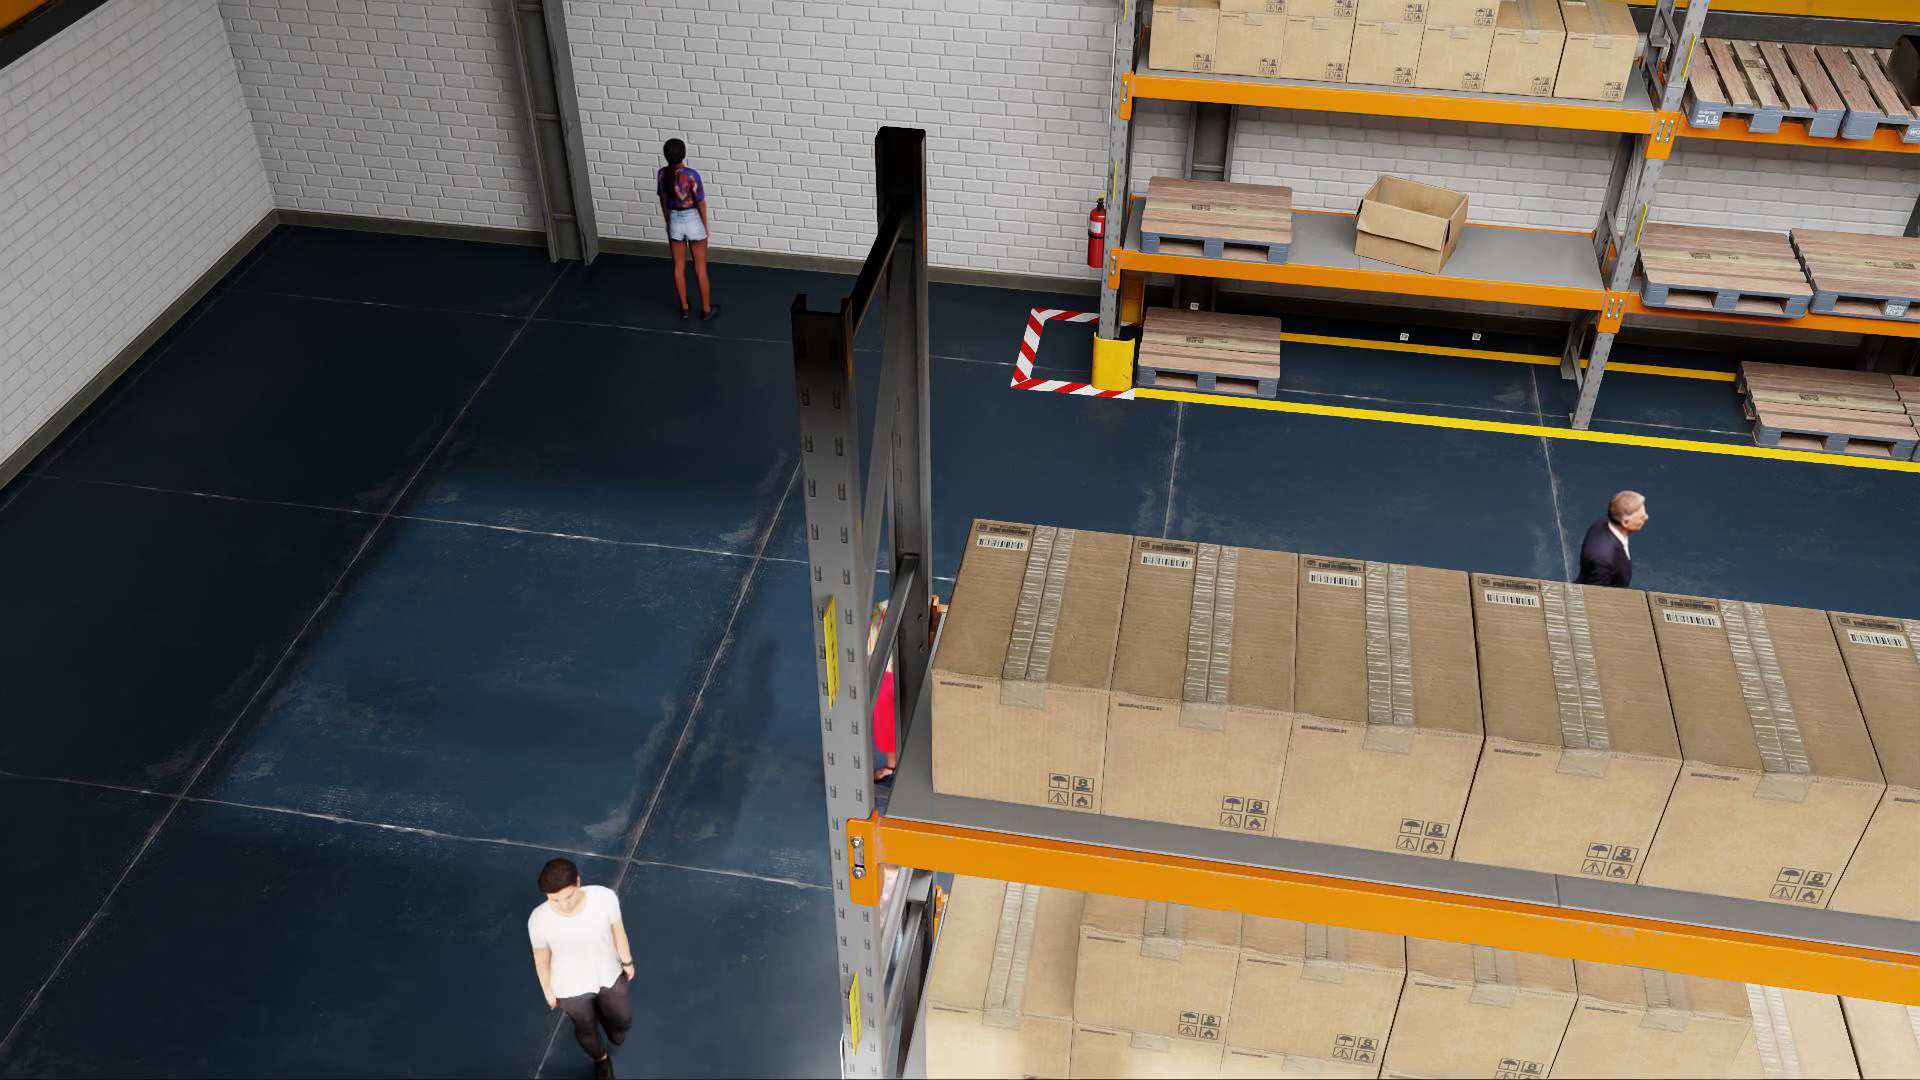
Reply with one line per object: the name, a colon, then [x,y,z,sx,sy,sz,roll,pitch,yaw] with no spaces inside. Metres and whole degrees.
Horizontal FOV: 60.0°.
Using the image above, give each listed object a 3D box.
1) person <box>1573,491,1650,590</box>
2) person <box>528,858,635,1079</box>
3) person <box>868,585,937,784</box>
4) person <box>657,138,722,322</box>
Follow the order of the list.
person: [4.005,0.402,10.795,1.164,1.783,0.767,10,40,12]
person: [-1.944,2.183,8.625,0.811,1.707,0.867,-14,41,-17]
person: [-0.414,0.872,10.222,0.507,1.764,0.739,18,42,22]
person: [-2.442,-2.765,14.796,0.468,1.739,0.656,9,39,11]
